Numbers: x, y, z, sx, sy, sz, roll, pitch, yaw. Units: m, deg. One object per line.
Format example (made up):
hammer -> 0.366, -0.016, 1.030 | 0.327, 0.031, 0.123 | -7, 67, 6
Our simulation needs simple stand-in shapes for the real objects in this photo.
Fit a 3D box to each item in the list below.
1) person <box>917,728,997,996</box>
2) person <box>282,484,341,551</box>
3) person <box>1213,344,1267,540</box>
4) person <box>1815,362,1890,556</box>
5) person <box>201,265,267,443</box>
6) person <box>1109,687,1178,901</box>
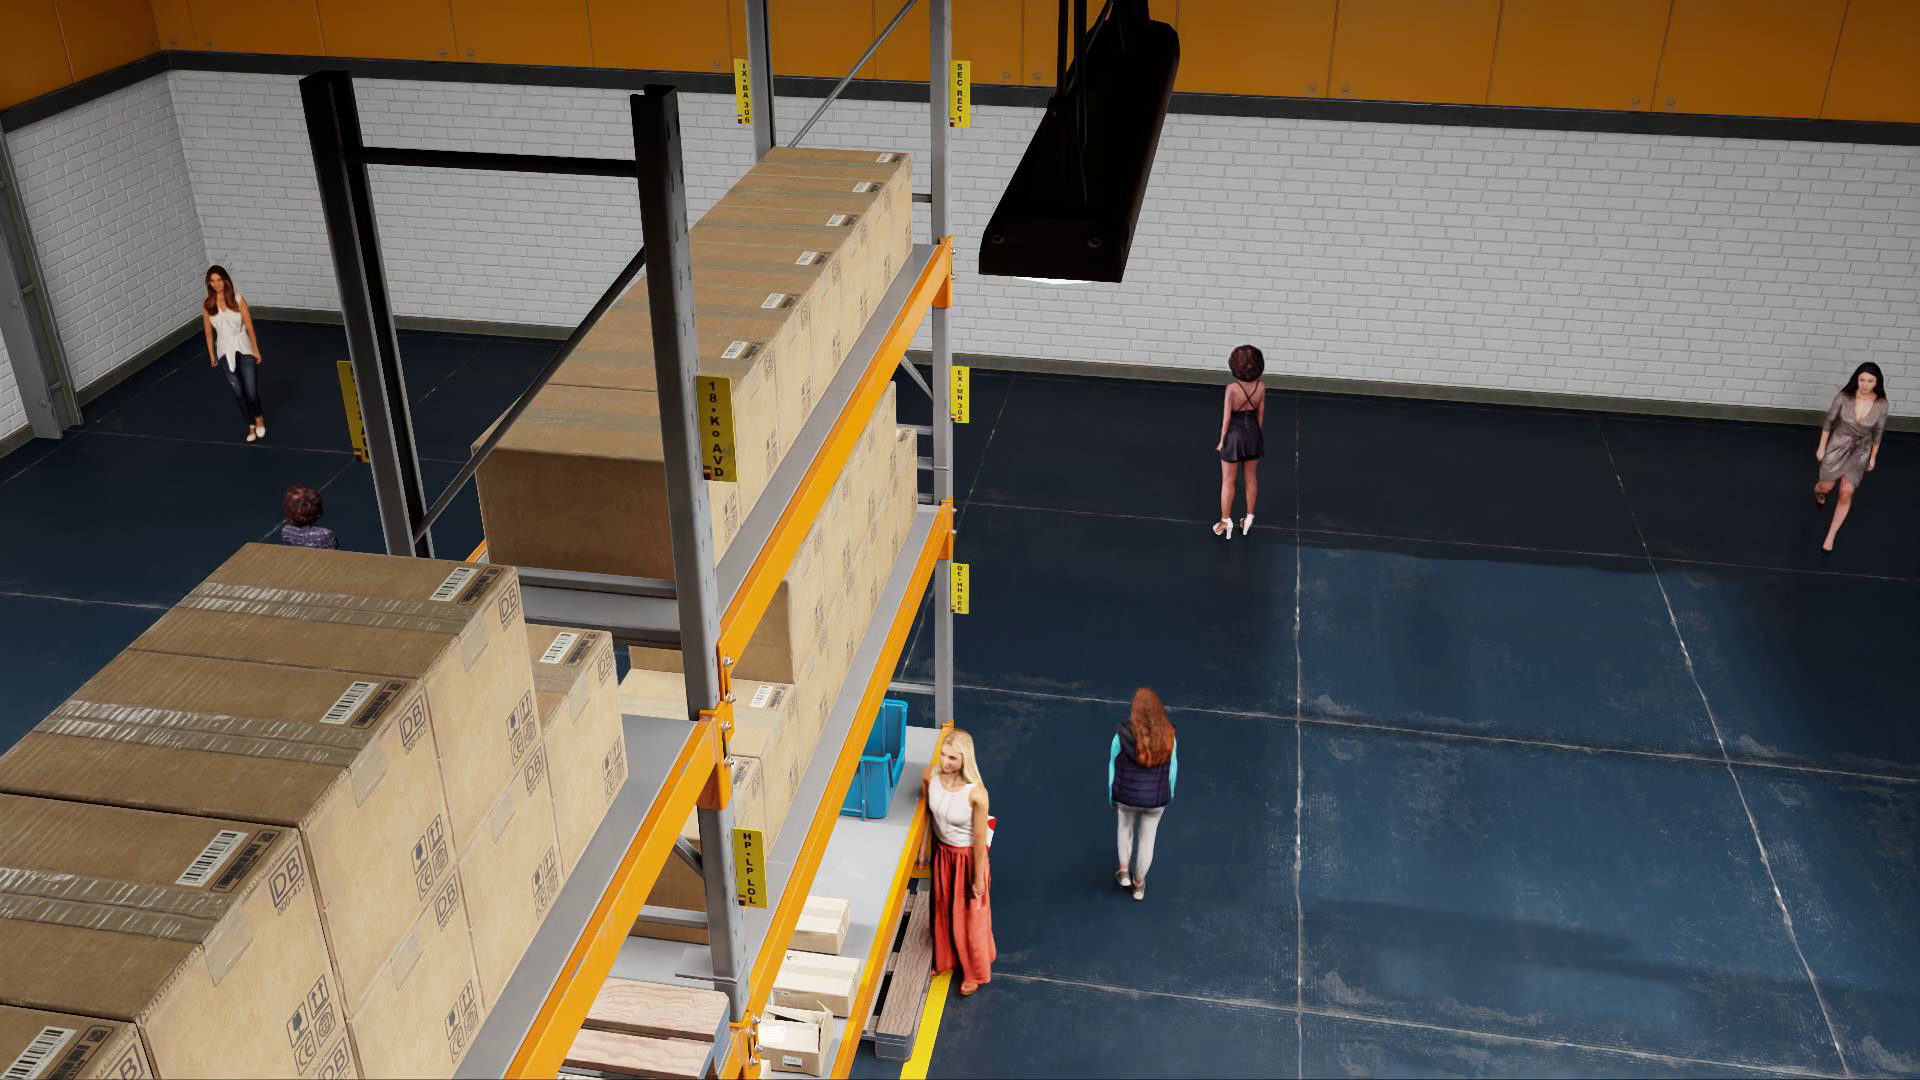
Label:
person -> -0.010, 1.816, 9.465 | 0.731, 1.799, 0.756 | 21, 35, 33
person -> -4.701, 0.430, 12.148 | 0.789, 1.664, 1.108 | 13, 31, 22
person -> 2.429, -0.847, 14.357 | 0.639, 1.789, 0.669 | -9, 30, -17
person -> 7.595, -0.751, 14.251 | 0.781, 1.723, 1.051 | 12, 31, 21
person -> -7.022, -1.839, 16.184 | 0.681, 1.782, 0.666 | -4, 29, -7
person -> 1.116, 1.597, 10.191 | 0.558, 1.489, 0.585 | 4, 29, 7
